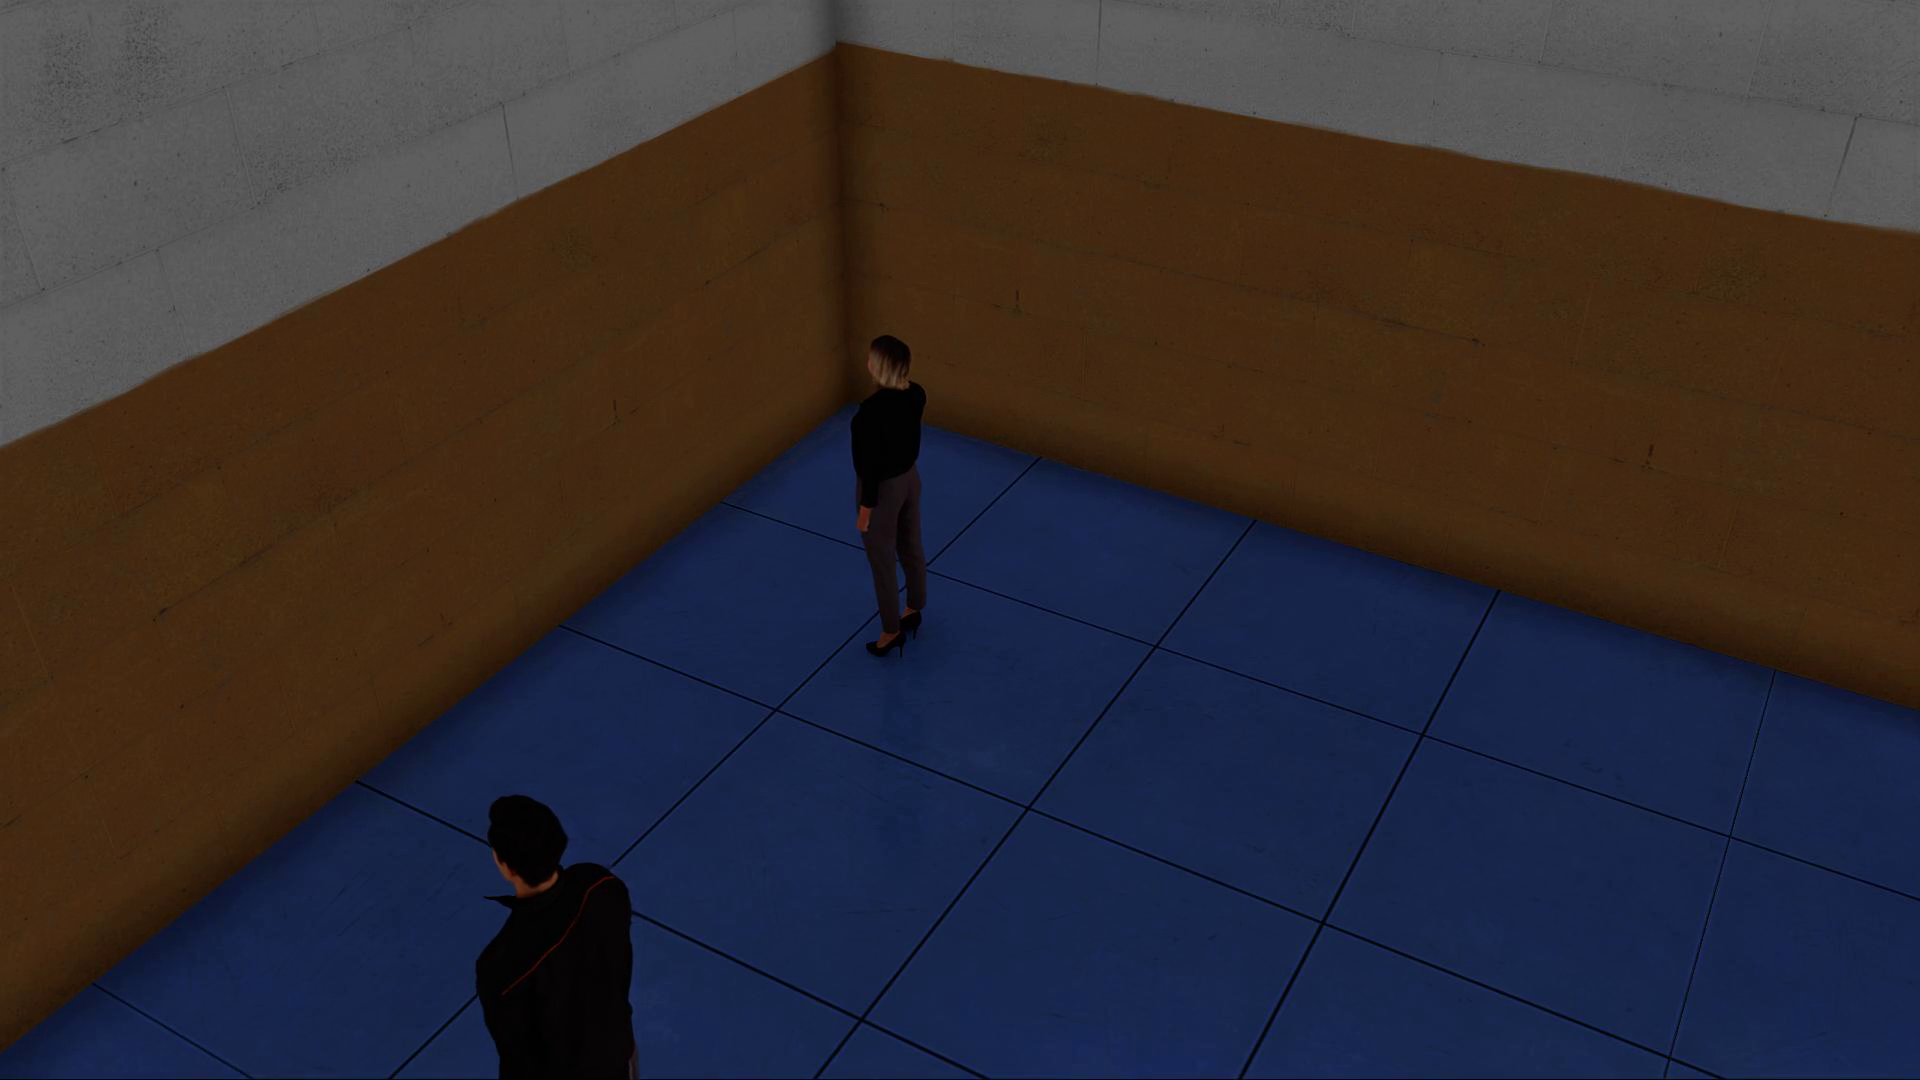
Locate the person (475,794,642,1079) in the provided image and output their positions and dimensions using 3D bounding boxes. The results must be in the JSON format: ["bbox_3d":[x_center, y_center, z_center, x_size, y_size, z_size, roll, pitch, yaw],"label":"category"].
[{"bbox_3d":[-1.138,1.520,4.915,0.755,1.945,0.522,16,37,22],"label":"person"}]

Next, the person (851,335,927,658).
[{"bbox_3d":[-0.316,-0.189,7.731,0.664,1.671,0.469,20,38,27],"label":"person"}]
